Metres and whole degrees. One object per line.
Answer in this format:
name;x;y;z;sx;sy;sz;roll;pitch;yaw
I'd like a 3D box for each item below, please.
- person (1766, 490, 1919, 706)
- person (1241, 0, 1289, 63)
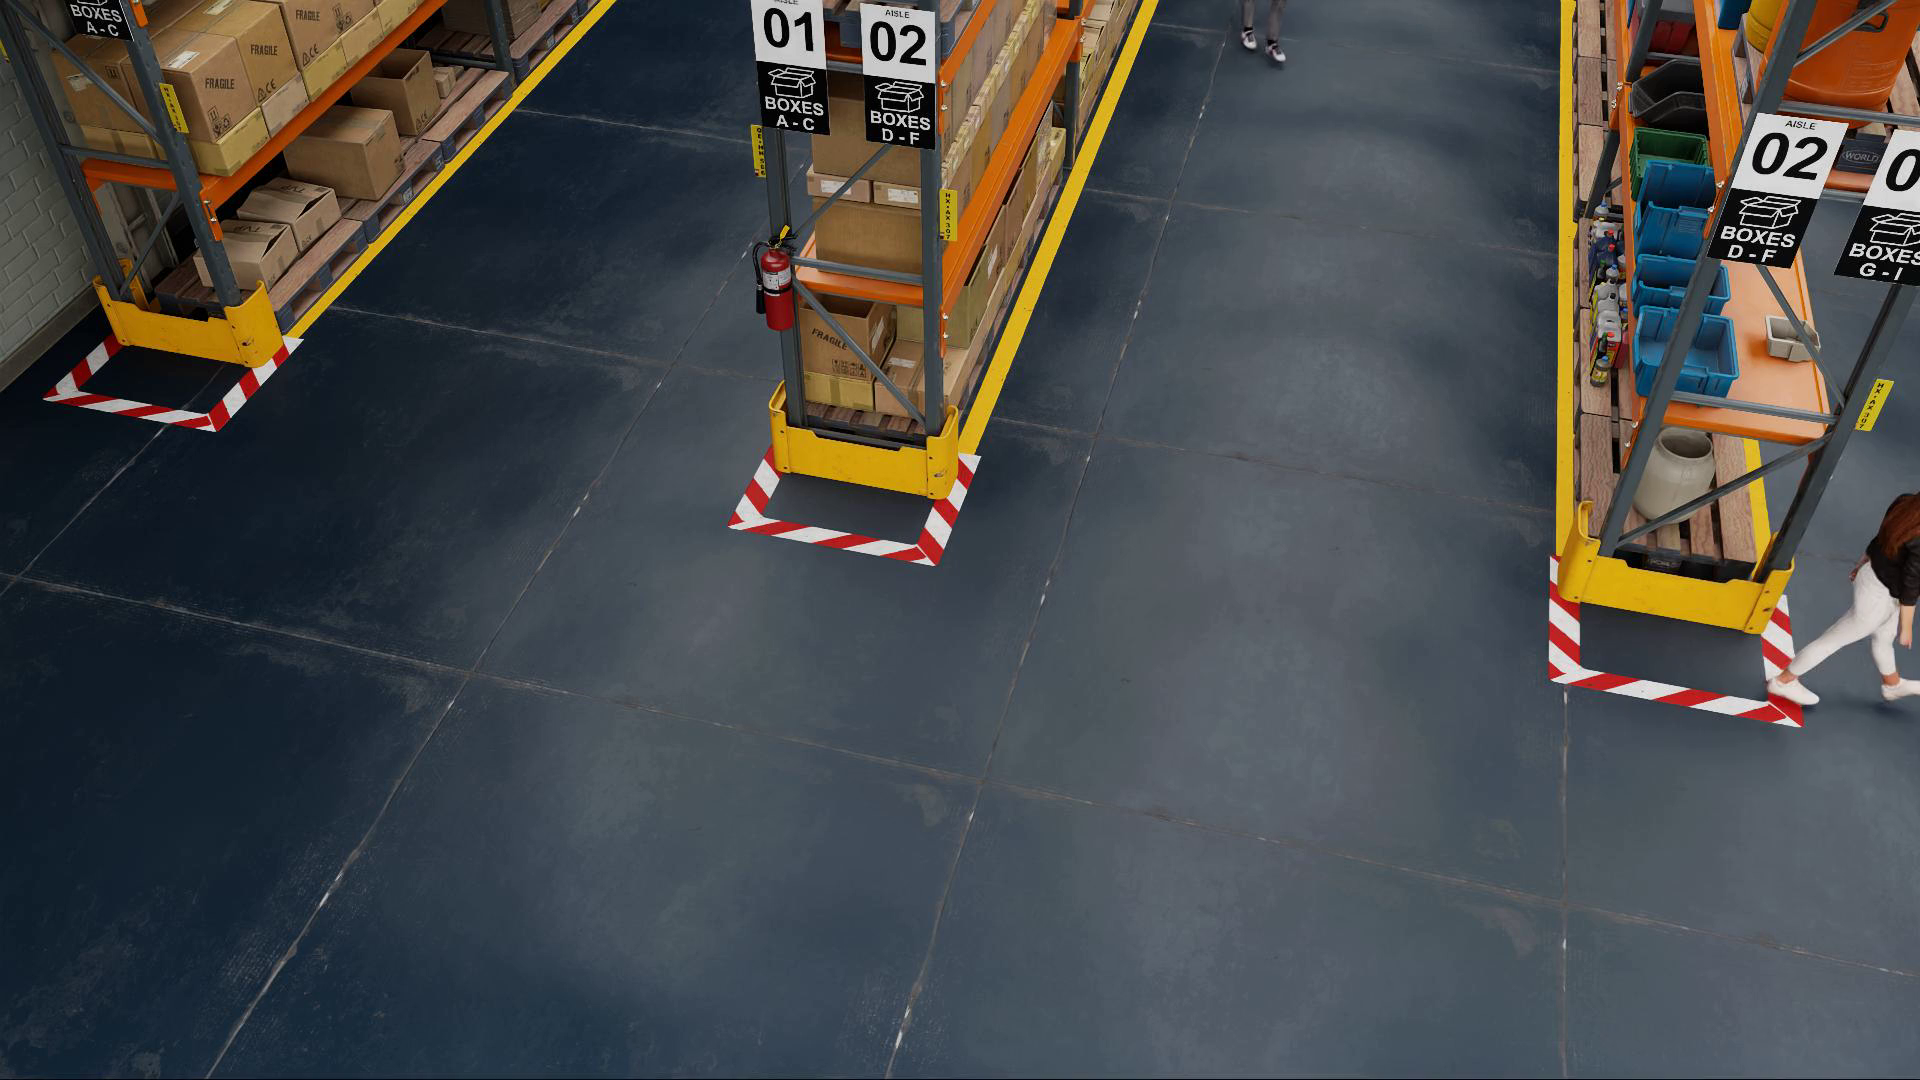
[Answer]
person;4.728;0.273;8.726;0.709;1.669;1.008;11;44;12
person;2.638;-5.186;14.383;0.939;1.929;1.047;-7;44;-8
